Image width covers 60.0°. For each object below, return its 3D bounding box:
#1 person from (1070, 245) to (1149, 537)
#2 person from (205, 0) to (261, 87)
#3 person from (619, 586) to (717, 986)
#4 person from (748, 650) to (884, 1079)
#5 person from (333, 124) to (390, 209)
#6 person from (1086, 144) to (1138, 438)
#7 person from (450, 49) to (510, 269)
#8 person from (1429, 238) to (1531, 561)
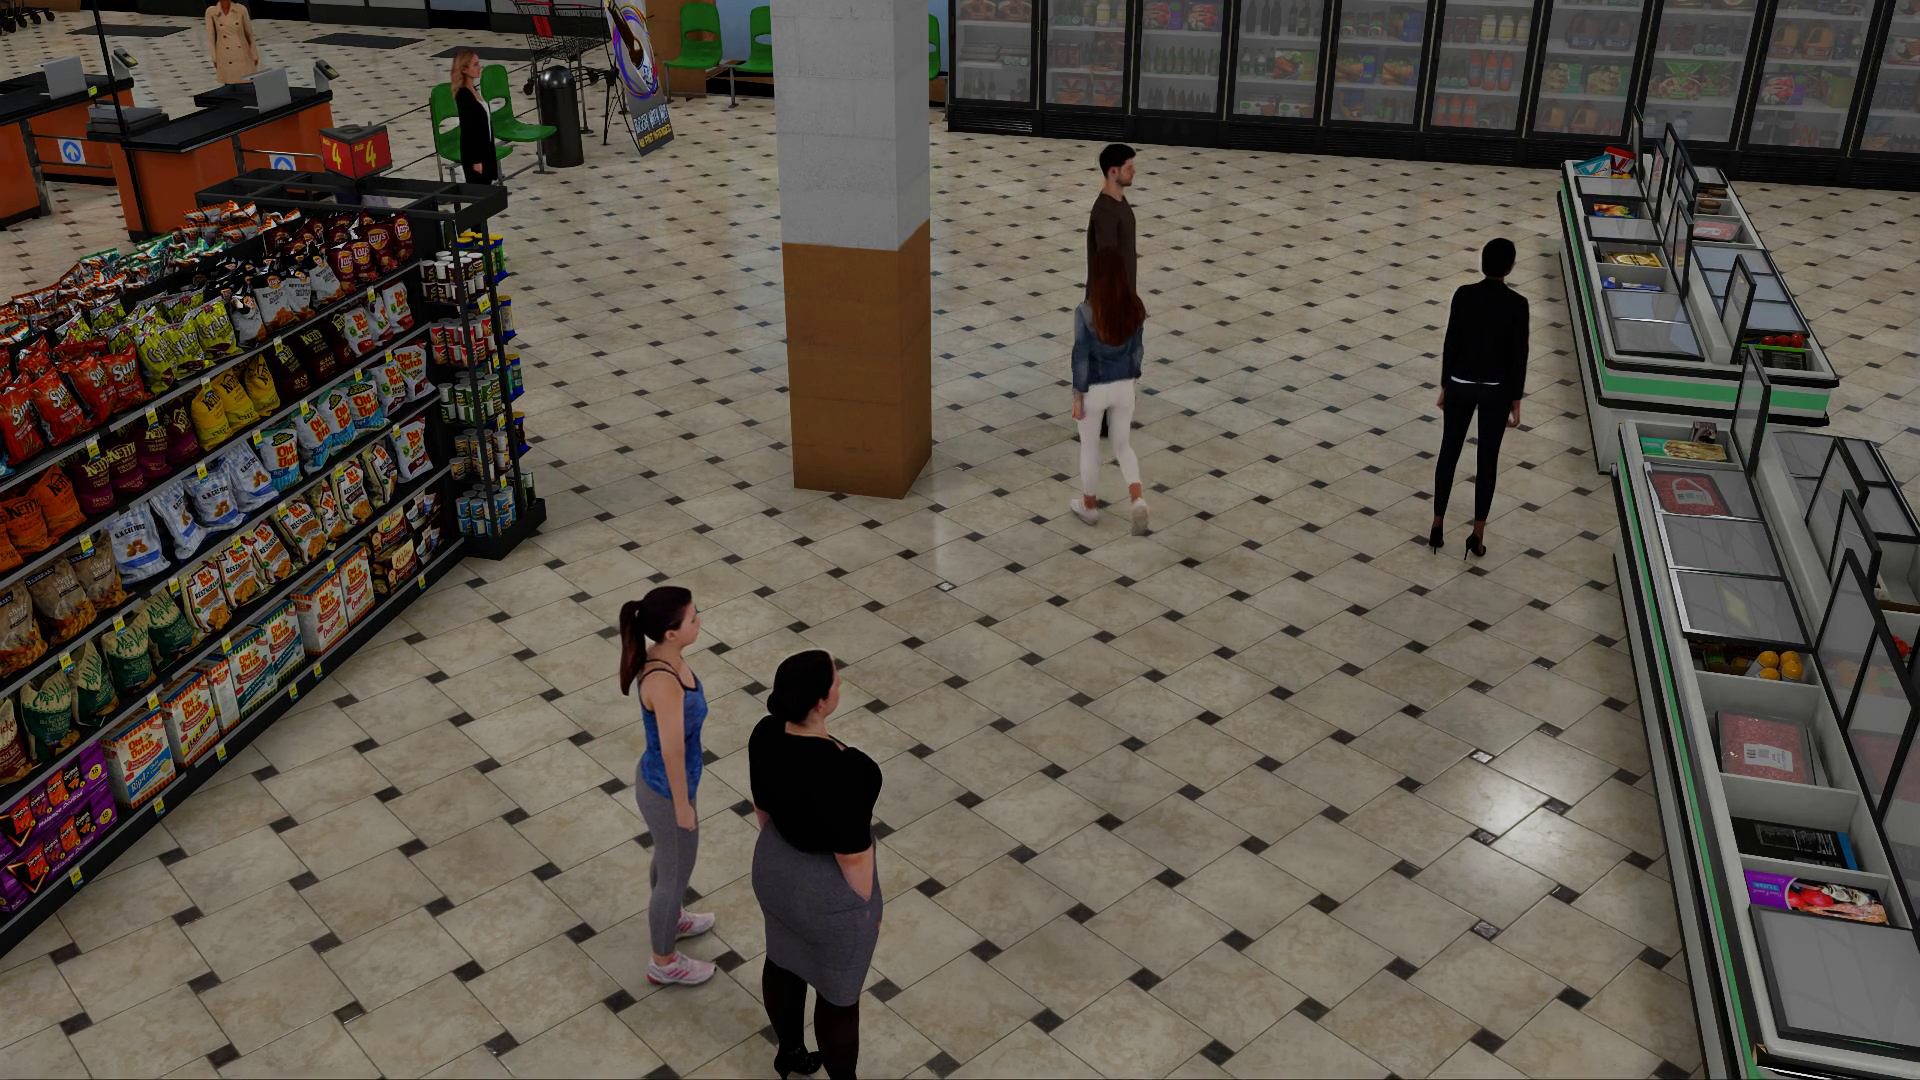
[{"bbox_3d":[0.863,-0.791,9.290,0.944,1.688,1.061,-11,29,-20],"label":"person"},{"bbox_3d":[-7.860,-5.224,18.038,0.719,1.682,0.734,-9,28,-18],"label":"person"},{"bbox_3d":[-1.059,0.893,6.062,0.703,1.603,0.592,-4,27,-8],"label":"person"},{"bbox_3d":[-0.478,1.135,5.412,0.792,1.760,0.771,-24,35,-38],"label":"person"},{"bbox_3d":[-4.046,-1.932,11.385,0.824,1.828,0.636,-2,27,-4],"label":"person"},{"bbox_3d":[0.959,-1.602,10.668,0.722,1.887,0.513,5,27,9],"label":"person"},{"bbox_3d":[-4.021,-3.159,13.835,0.728,1.800,0.575,-3,27,-7],"label":"person"},{"bbox_3d":[2.820,-0.759,9.065,0.664,1.834,0.617,16,31,28],"label":"person"}]
